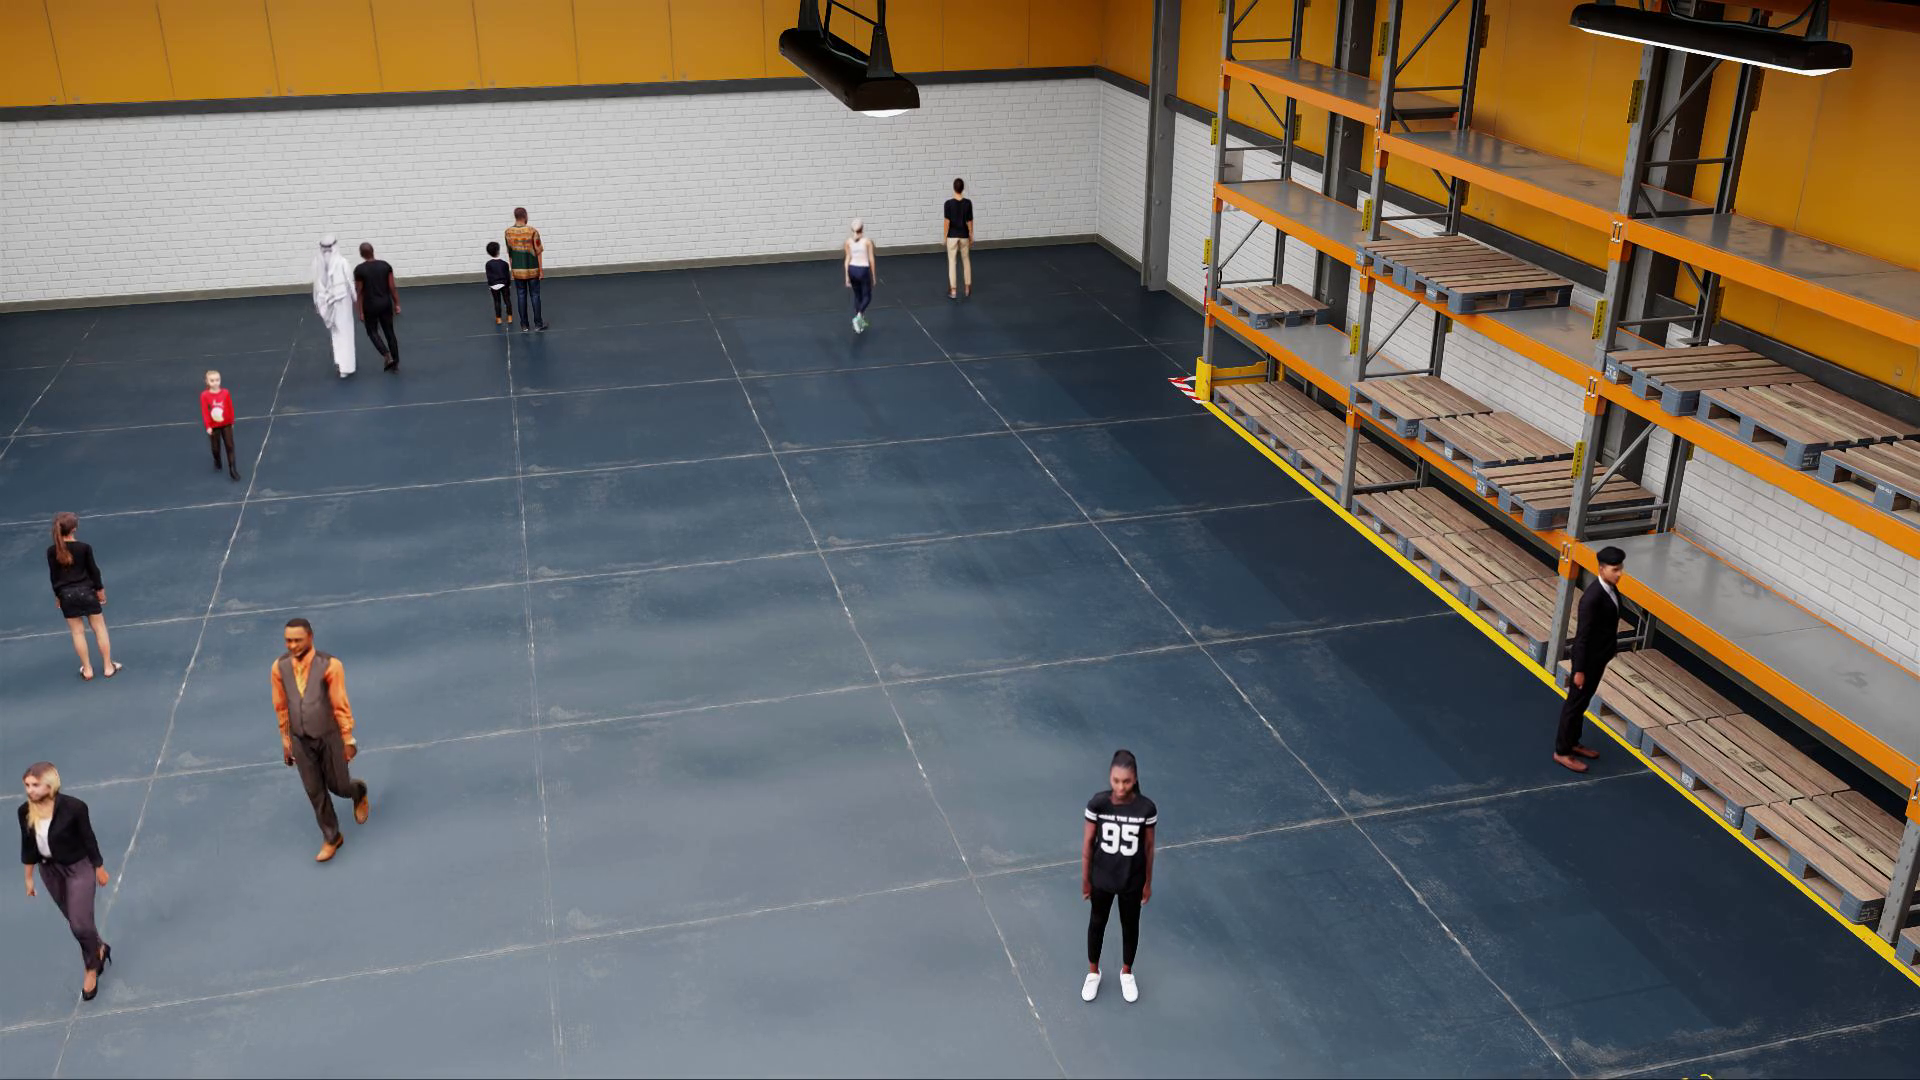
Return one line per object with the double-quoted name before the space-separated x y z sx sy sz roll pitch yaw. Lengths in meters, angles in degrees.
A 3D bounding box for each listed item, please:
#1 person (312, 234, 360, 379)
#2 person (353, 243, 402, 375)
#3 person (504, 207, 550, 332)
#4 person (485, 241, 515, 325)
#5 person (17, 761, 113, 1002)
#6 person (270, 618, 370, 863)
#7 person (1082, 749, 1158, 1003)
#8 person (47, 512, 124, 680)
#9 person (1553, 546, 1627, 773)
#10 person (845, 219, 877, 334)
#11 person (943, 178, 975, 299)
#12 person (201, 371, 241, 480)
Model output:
"person" -8.418 -3.124 22.359 0.839 1.906 0.940 1 24 3
"person" -7.829 -3.093 22.418 0.881 1.803 0.887 -16 28 -32
"person" -6.386 -3.983 24.450 0.775 1.805 0.764 0 24 1
"person" -6.893 -3.858 24.892 0.500 1.223 0.479 -7 25 -15
"person" -5.673 2.112 10.692 0.721 1.657 0.780 2 24 4
"person" -4.618 1.382 12.063 0.872 1.897 1.012 2 24 5
"person" 1.000 2.134 10.553 0.684 1.729 0.685 2 24 4
"person" -7.724 0.476 14.567 0.568 1.552 0.549 -12 26 -25
"person" 4.978 0.911 13.165 0.785 1.877 0.766 17 29 34
"person" -1.465 -3.803 24.186 0.913 1.687 1.091 6 24 13
"person" -0.025 -4.750 26.140 0.650 1.857 0.520 -7 25 -16
"person" -8.491 -1.330 19.048 0.633 1.272 0.780 -16 28 -32
